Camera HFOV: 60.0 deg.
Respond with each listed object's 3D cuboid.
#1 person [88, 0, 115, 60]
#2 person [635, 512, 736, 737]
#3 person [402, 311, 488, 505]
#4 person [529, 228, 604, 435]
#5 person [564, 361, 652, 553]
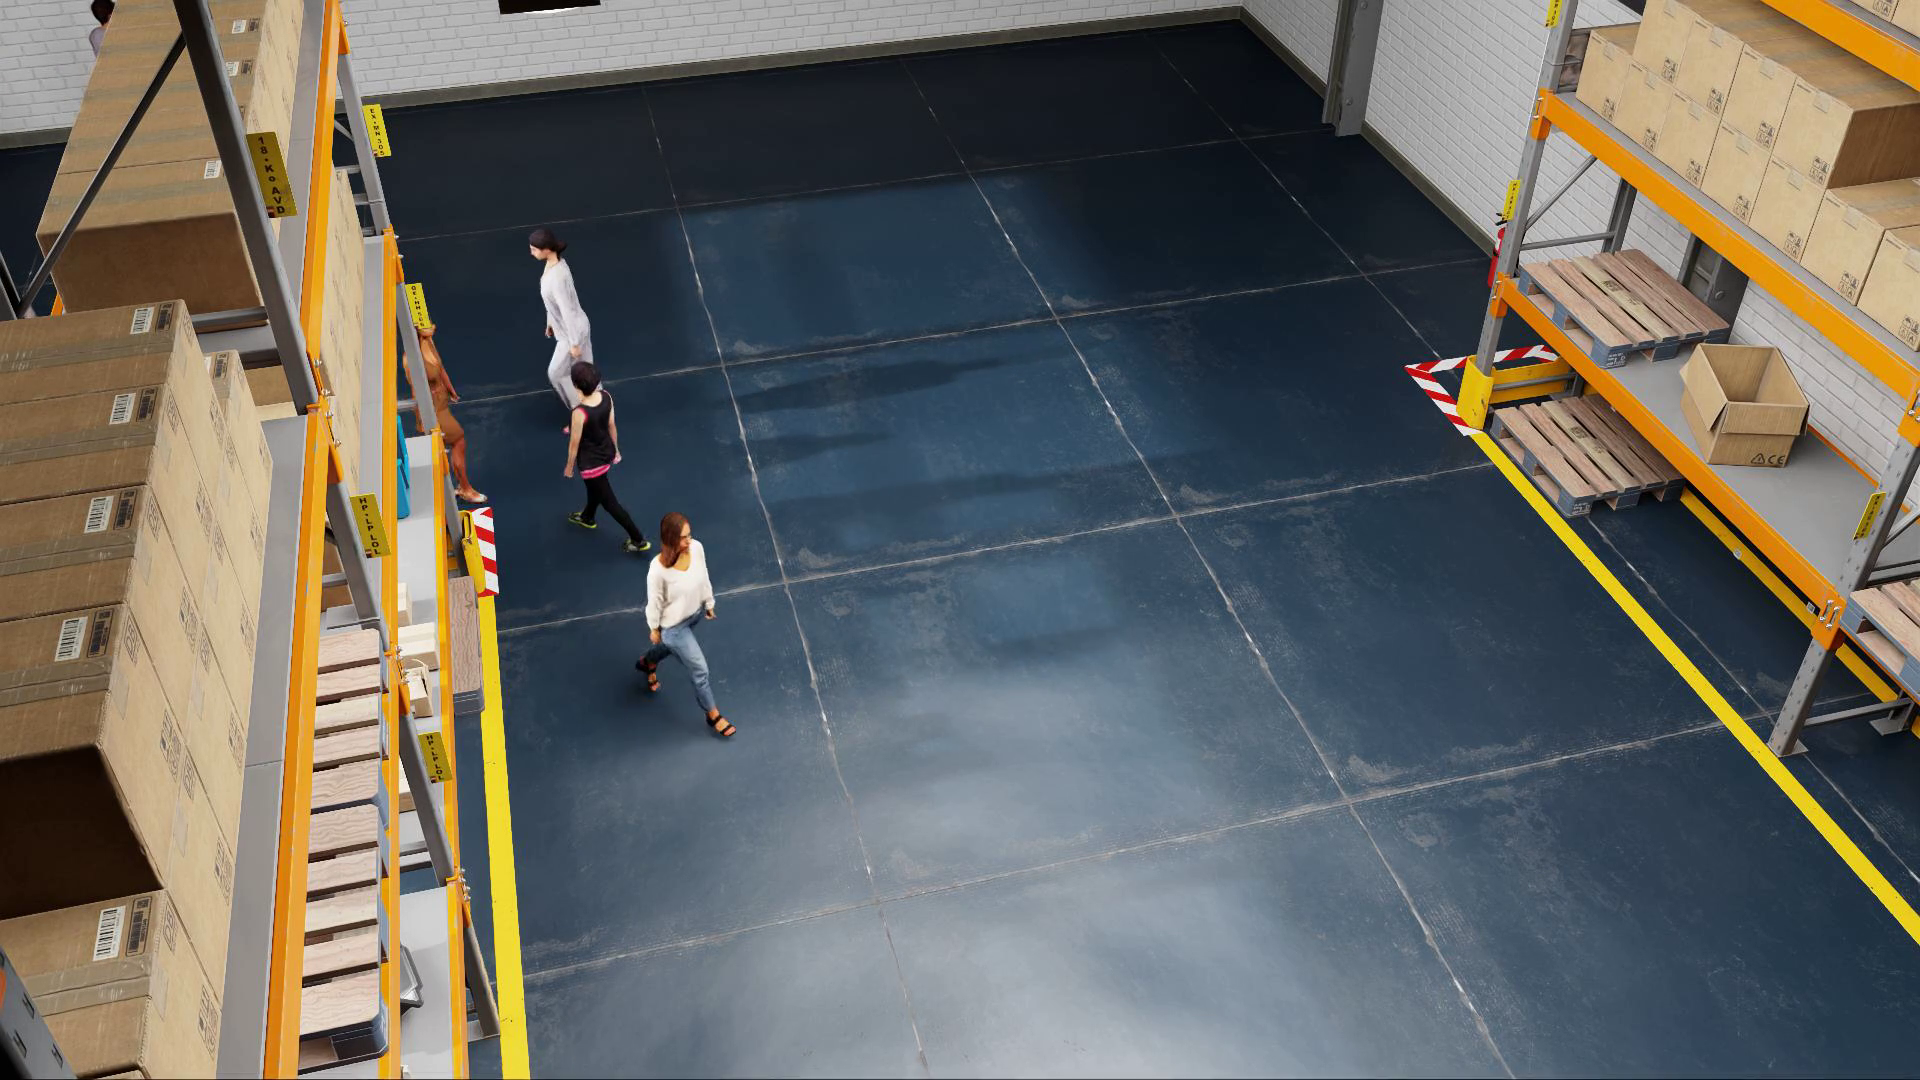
[{"bbox_3d":[-8.241,-4.464,16.495,0.737,1.843,0.741,12,40,14],"label":"person"},{"bbox_3d":[-1.825,0.465,10.487,1.167,1.638,1.054,24,44,27],"label":"person"},{"bbox_3d":[-3.955,-0.958,12.240,0.706,1.675,0.642,-3,39,-4],"label":"person"},{"bbox_3d":[-2.955,-1.639,13.035,0.696,1.747,0.591,-10,40,-12],"label":"person"},{"bbox_3d":[-2.535,-0.555,11.861,1.007,1.518,1.013,16,41,19],"label":"person"}]
